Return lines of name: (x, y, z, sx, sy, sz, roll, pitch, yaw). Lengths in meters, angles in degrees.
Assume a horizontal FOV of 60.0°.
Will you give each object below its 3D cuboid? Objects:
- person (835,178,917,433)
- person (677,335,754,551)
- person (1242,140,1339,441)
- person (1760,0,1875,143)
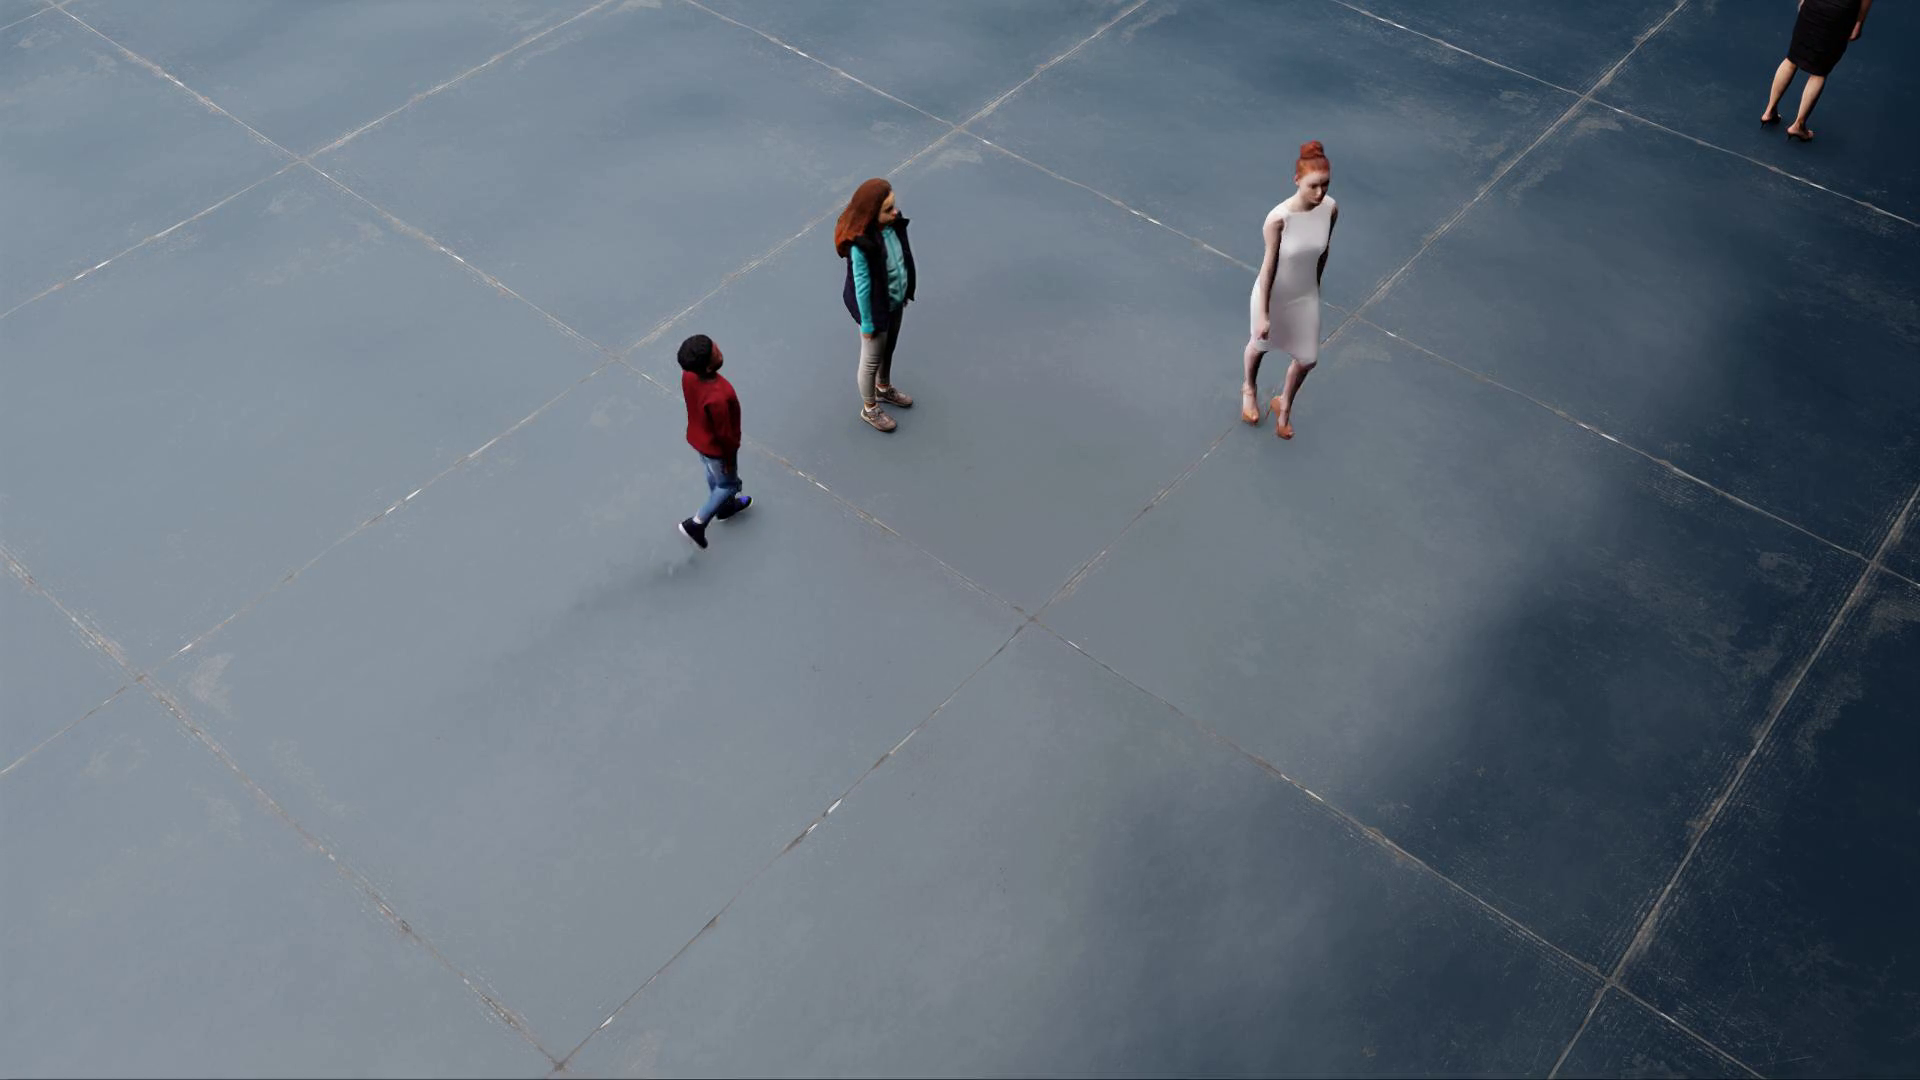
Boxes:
person: (-0.420, -1.225, 8.557, 0.691, 1.501, 0.589, 20, 50, 17)
person: (-1.242, -0.466, 8.030, 0.738, 1.244, 0.586, -30, 54, -25)
person: (1.593, -1.271, 8.410, 0.744, 1.779, 0.796, -12, 48, -11)
person: (5.385, -3.279, 10.291, 0.624, 1.743, 0.658, -23, 51, -20)
